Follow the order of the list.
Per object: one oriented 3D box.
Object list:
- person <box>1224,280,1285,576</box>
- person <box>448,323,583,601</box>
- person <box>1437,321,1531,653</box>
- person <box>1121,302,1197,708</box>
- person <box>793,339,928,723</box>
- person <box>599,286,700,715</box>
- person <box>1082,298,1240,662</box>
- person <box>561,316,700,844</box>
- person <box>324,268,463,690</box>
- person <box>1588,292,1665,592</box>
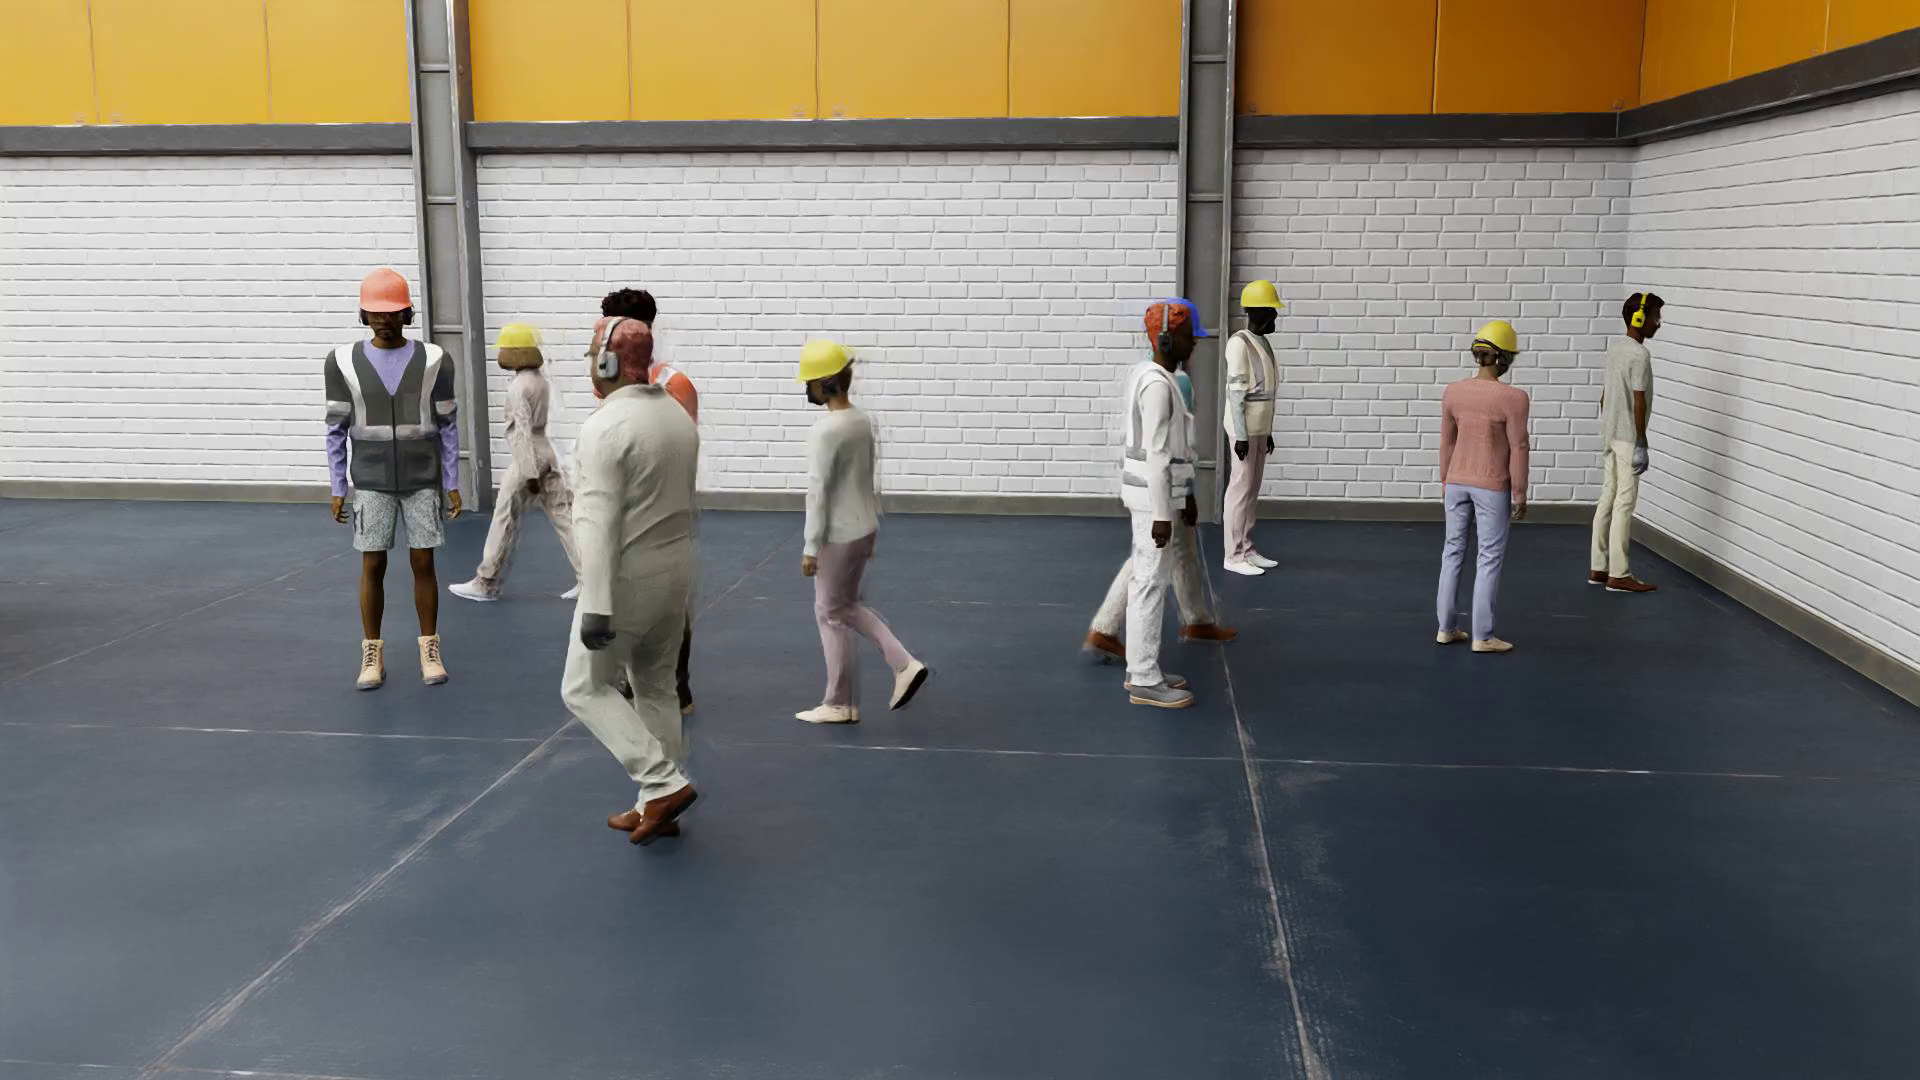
[{"bbox_3d":[1.939,-0.741,10.976,0.370,1.928,0.585,5,11,27],"label":"person"},{"bbox_3d":[-2.613,-0.458,10.036,0.918,1.694,0.488,2,10,9],"label":"person"},{"bbox_3d":[2.778,-0.275,8.813,0.343,1.755,0.531,-8,13,-38],"label":"person"},{"bbox_3d":[0.937,-0.168,7.830,0.356,1.881,0.575,1,10,5],"label":"person"},{"bbox_3d":[-0.476,-0.019,7.383,0.521,1.745,0.536,3,10,18],"label":"person"},{"bbox_3d":[-1.439,-0.158,7.534,0.613,1.961,0.368,8,13,39],"label":"person"},{"bbox_3d":[1.051,-0.312,8.680,0.946,1.887,0.634,-2,10,-13],"label":"person"},{"bbox_3d":[-1.172,0.160,5.905,0.423,1.894,0.672,4,11,21],"label":"person"},{"bbox_3d":[-2.732,-0.287,8.057,0.615,2.038,0.395,-4,11,-19],"label":"person"},{"bbox_3d":[4.184,-0.612,10.429,0.333,1.864,0.515,0,10,-3],"label":"person"}]
